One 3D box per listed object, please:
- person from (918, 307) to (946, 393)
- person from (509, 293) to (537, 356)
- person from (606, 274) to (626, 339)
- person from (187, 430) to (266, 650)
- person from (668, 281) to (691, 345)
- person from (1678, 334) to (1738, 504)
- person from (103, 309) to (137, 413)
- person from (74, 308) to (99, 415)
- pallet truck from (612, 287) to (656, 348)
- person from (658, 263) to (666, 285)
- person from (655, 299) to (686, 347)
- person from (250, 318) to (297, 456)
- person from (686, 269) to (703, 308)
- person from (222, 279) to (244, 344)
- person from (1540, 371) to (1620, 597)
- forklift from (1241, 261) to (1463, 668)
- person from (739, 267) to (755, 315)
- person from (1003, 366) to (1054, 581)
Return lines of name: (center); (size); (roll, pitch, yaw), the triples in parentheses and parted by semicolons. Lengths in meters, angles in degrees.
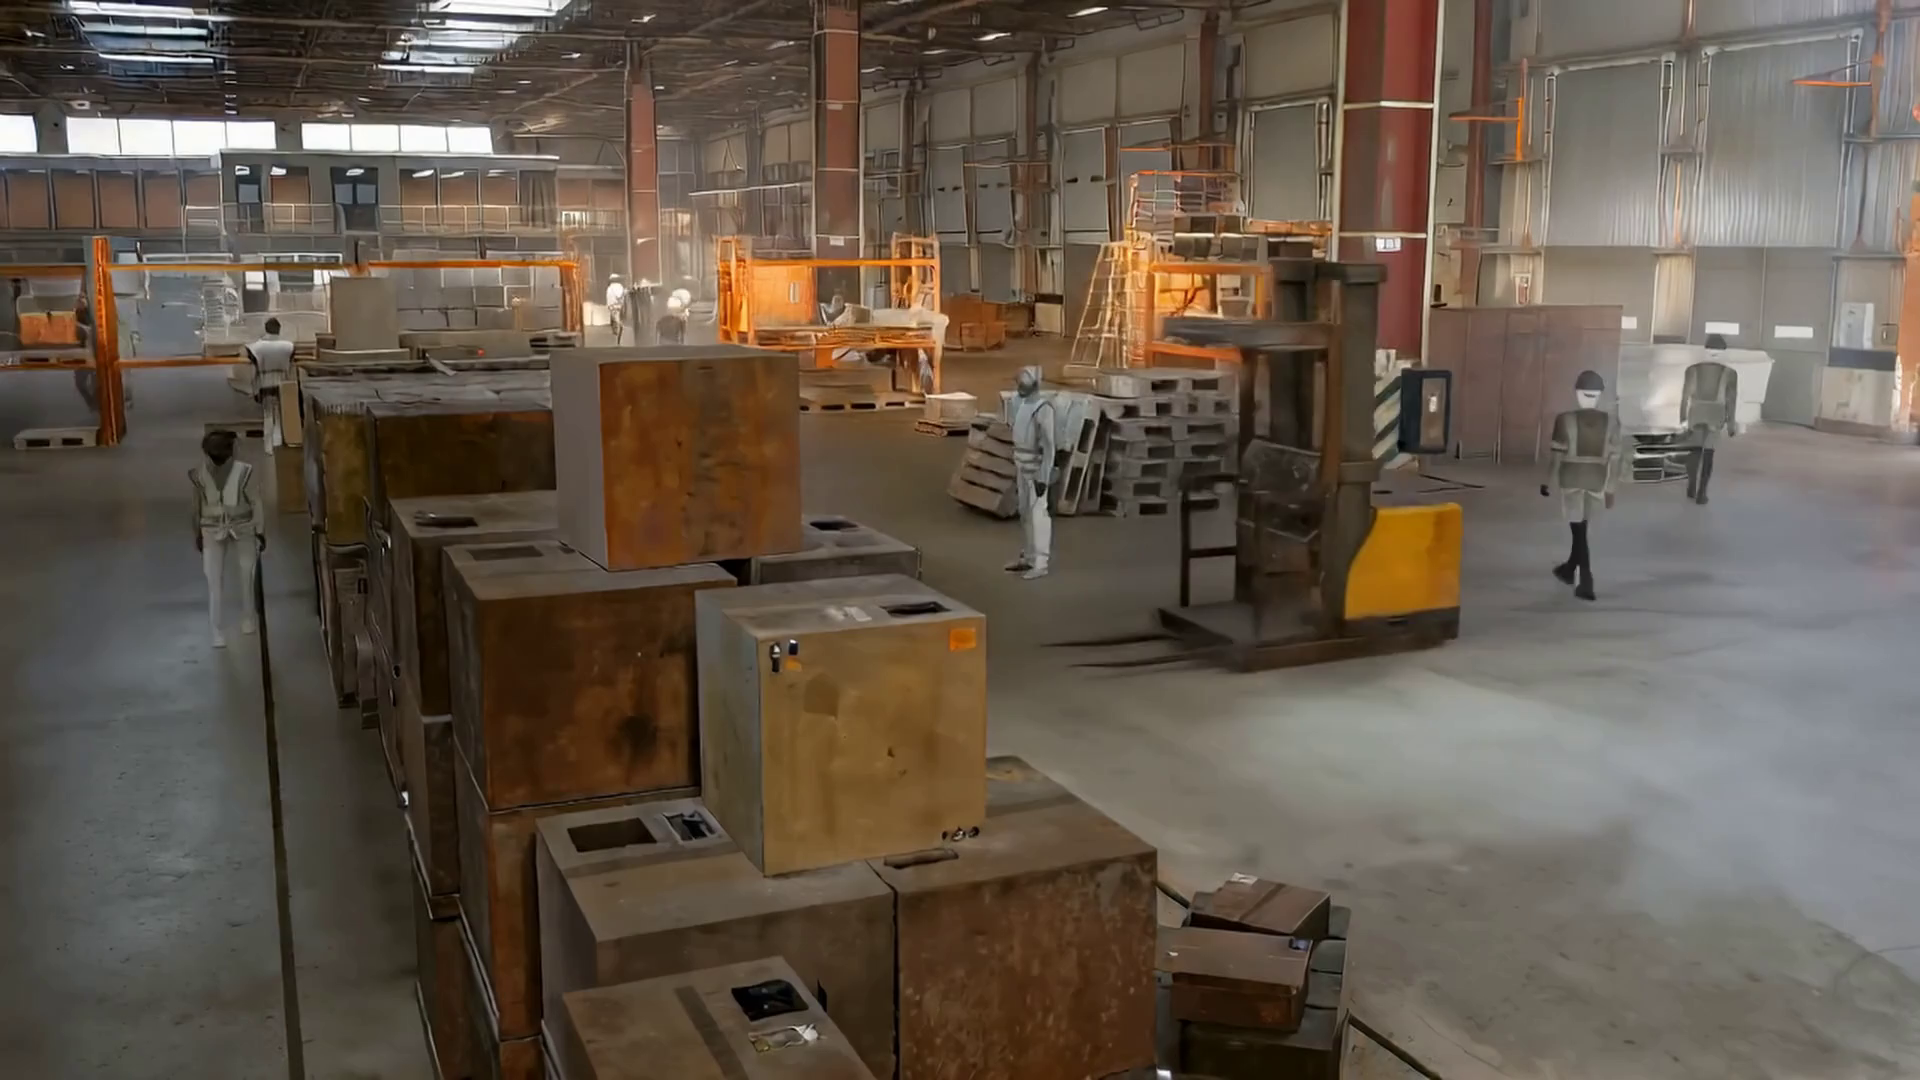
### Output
person: (-0.594, -3.679, 32.287); (0.560, 1.657, 0.742); (-6, 12, -31)
person: (-10.552, -5.036, 39.719); (0.937, 1.691, 0.500); (-3, 11, -17)
person: (-10.324, -6.967, 49.692); (0.516, 1.927, 0.635); (7, 12, 32)
person: (-5.433, -0.023, 12.354); (0.524, 1.594, 0.853); (-3, 11, -18)
person: (-7.938, -6.351, 46.665); (0.931, 1.795, 0.658); (10, 14, 44)
person: (8.544, -1.384, 18.967); (0.587, 1.909, 0.729); (7, 12, 33)
person: (-14.564, -3.135, 28.901); (0.537, 1.827, 0.818); (-3, 11, -17)
person: (-14.866, -3.030, 28.326); (0.402, 1.820, 0.504); (4, 11, 23)
pallet truck: (-6.464, -4.406, 35.401); (0.823, 1.965, 1.885); (6, 12, 32)
person: (-13.354, -11.373, 73.854); (0.623, 1.983, 0.413); (-1, 10, -3)
person: (-5.320, -3.495, 30.685); (0.736, 1.875, 0.887); (3, 11, 18)
person: (-9.438, -2.097, 22.938); (0.591, 1.909, 0.409); (-4, 11, -20)
person: (-10.378, -9.720, 65.225); (0.907, 1.797, 0.636); (6, 12, 29)
person: (-20.241, -6.309, 46.264); (0.981, 1.889, 0.542); (9, 14, 41)
person: (5.279, -0.488, 14.143); (0.547, 1.888, 0.981); (-1, 10, -5)
forklift: (2.648, -0.622, 12.115); (1.873, 2.768, 1.129); (-4, 11, -23)
person: (-8.418, -9.841, 65.590); (0.617, 1.908, 0.468); (-4, 11, -21)
person: (0.622, -0.589, 14.684); (0.356, 1.883, 0.574); (-5, 11, -25)
